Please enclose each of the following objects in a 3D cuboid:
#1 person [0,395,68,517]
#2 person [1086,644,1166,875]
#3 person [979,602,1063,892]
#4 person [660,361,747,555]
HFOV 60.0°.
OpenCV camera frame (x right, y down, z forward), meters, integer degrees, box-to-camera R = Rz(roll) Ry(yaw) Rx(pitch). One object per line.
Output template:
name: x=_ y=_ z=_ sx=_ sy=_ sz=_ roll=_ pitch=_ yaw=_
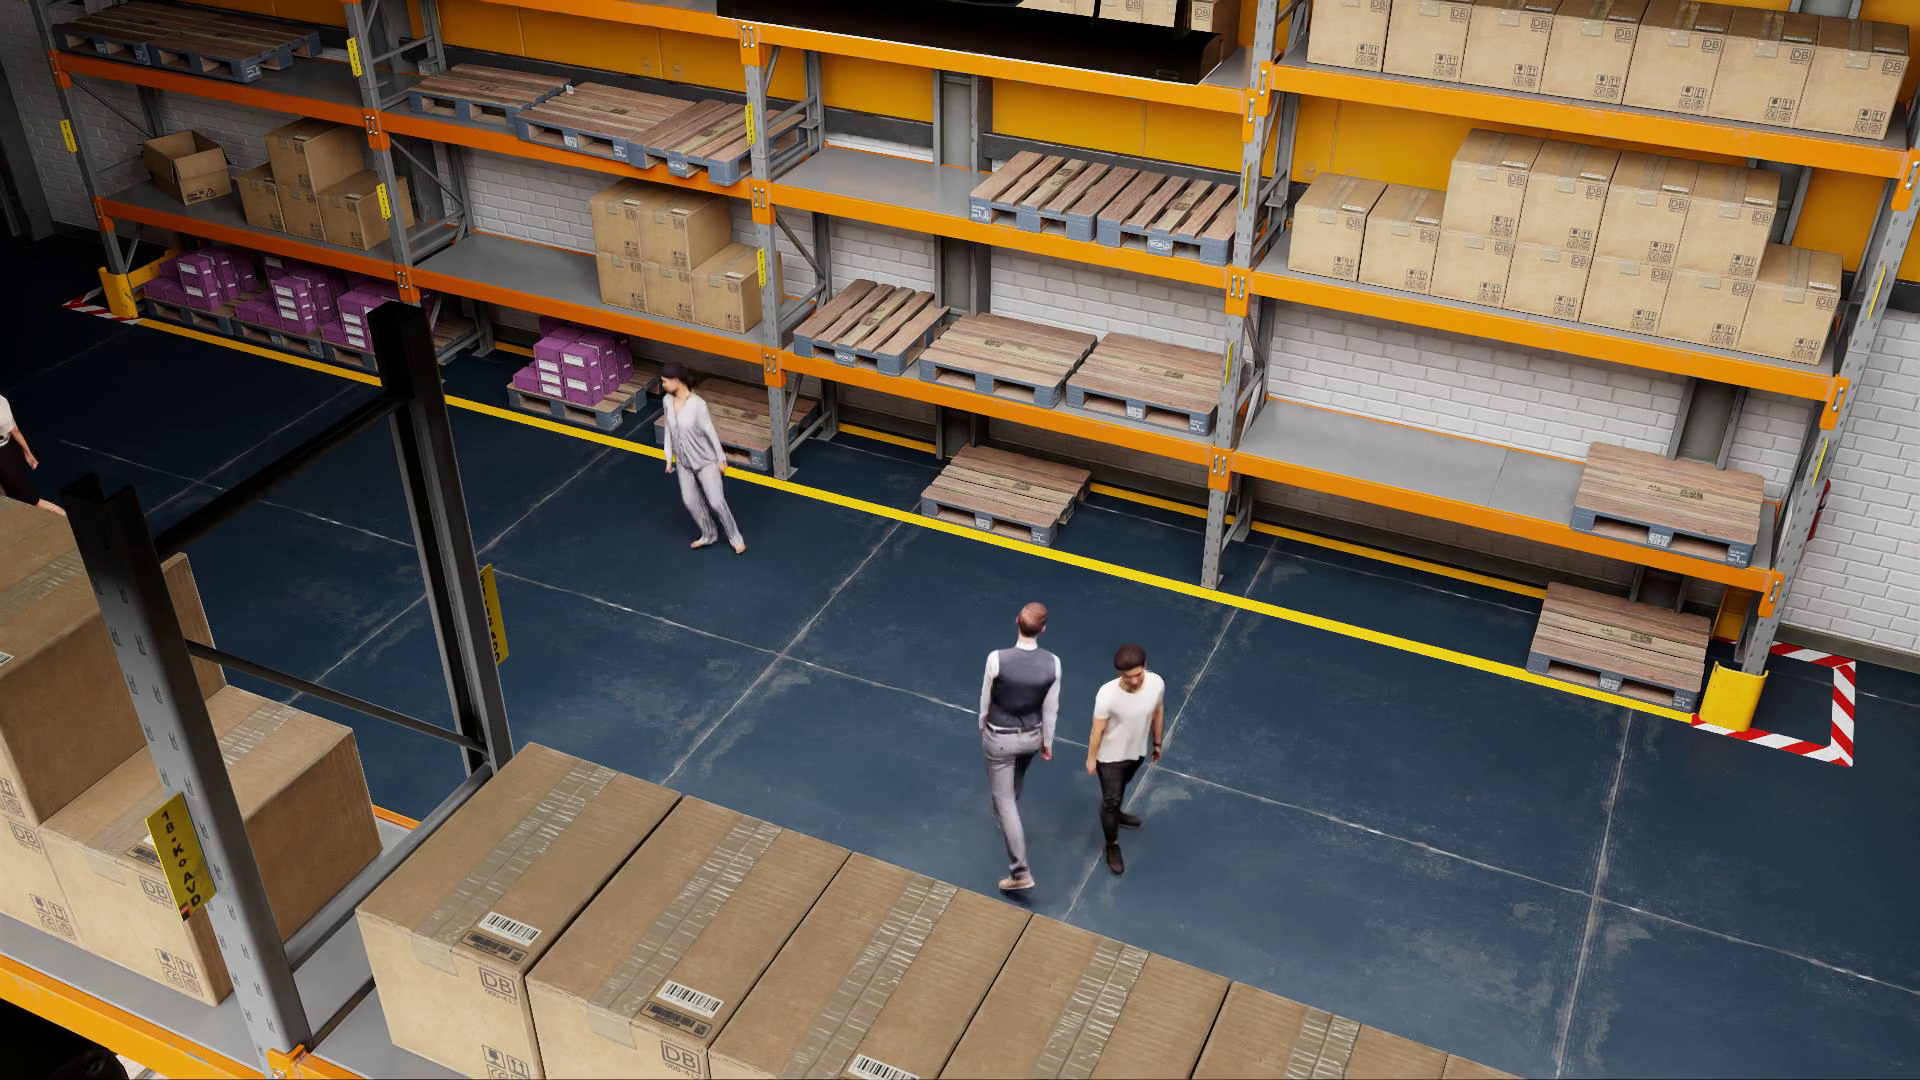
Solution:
person: x=-7.551 y=-0.581 z=13.407 sx=1.136 sy=1.716 sz=1.057 roll=-11 pitch=35 yaw=-15
person: x=1.027 y=1.282 z=10.627 sx=0.868 sy=1.690 sz=0.937 roll=-19 pitch=38 yaw=-26
person: x=0.349 y=1.305 z=10.400 sx=1.217 sy=1.903 sz=1.187 roll=-10 pitch=35 yaw=-15
person: x=-2.081 y=-0.665 z=13.508 sx=0.540 sy=1.745 sz=0.827 roll=8 pitch=34 yaw=12
